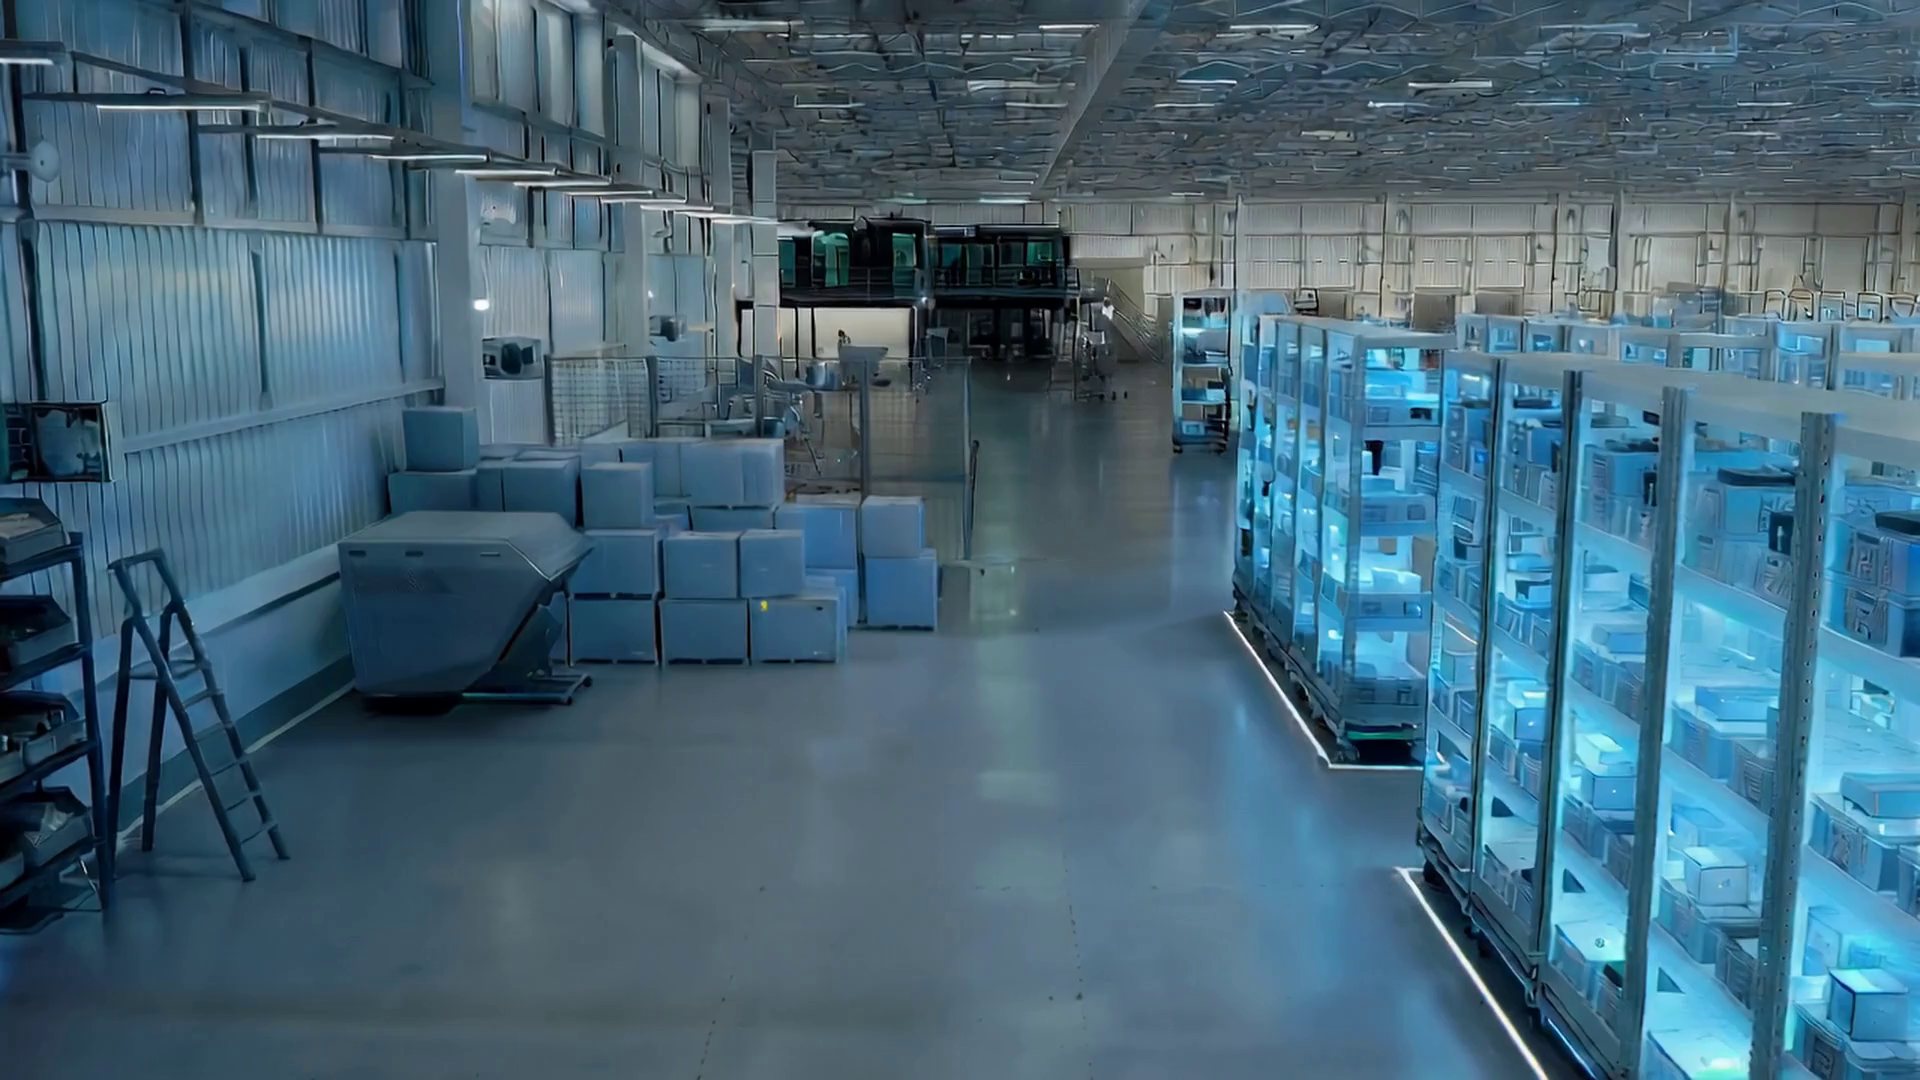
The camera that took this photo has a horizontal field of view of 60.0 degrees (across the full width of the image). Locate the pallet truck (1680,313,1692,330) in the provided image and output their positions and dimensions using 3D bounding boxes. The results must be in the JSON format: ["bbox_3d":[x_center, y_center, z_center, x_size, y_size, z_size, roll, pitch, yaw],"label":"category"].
[{"bbox_3d":[36.315,-10.531,84.244,0.823,1.965,1.885,-6,11,-33],"label":"pallet truck"}]

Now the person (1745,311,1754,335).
[{"bbox_3d":[41.123,-10.965,86.787,0.702,2.000,0.739,0,9,2],"label":"person"}]

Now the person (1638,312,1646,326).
[{"bbox_3d":[37.563,-11.677,91.832,0.664,1.830,0.624,7,12,37],"label":"person"}]

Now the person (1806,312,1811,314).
[{"bbox_3d":[44.858,-11.133,88.171,0.367,1.932,0.632,2,9,12],"label":"person"}]

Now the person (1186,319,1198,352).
[{"bbox_3d":[11.186,-9.777,80.061,0.586,1.850,0.937,0,9,-1],"label":"person"}]

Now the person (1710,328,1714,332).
[{"bbox_3d":[32.777,-8.553,72.286,0.575,1.910,0.783,4,10,23],"label":"person"}]

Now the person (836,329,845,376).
[{"bbox_3d":[-4.614,-7.258,64.557,0.434,1.832,0.550,1,9,6],"label":"person"}]

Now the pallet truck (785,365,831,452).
[{"bbox_3d":[-3.774,-2.976,37.635,1.885,1.965,0.823,1,9,5],"label":"pallet truck"}]

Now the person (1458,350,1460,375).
[{"bbox_3d":[13.452,-4.170,45.067,1.079,1.975,0.615,1,9,5],"label":"person"}]

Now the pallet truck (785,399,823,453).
[{"bbox_3d":[-3.814,-2.432,36.419,1.630,1.274,0.653,0,9,1],"label":"pallet truck"}]

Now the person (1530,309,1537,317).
[{"bbox_3d":[33.130,-12.399,96.171,0.530,1.864,0.313,-3,10,-19],"label":"person"}]

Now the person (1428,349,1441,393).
[{"bbox_3d":[14.598,-5.087,51.194,0.413,1.819,0.618,4,10,21],"label":"person"}]

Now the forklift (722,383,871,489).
[{"bbox_3d":[-2.893,-1.687,28.729,2.680,1.987,1.157,0,9,-1],"label":"forklift"}]

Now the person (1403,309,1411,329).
[{"bbox_3d":[25.338,-12.138,94.414,0.589,1.918,0.393,-6,11,-33],"label":"person"}]

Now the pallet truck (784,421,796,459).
[{"bbox_3d":[-4.013,-1.793,32.705,1.601,1.201,0.680,0,9,1],"label":"pallet truck"}]

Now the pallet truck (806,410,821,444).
[{"bbox_3d":[-3.559,-2.018,33.905,1.522,1.261,0.704,0,9,-1],"label":"pallet truck"}]

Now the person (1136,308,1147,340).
[{"bbox_3d":[10.592,-12.648,97.577,0.935,1.917,0.626,-1,9,-3],"label":"person"}]

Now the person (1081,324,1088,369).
[{"bbox_3d":[5.262,-8.155,69.833,0.375,1.915,0.597,2,9,9],"label":"person"}]

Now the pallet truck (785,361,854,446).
[{"bbox_3d":[-3.410,-3.193,38.978,1.885,1.965,0.823,0,9,-1],"label":"pallet truck"}]

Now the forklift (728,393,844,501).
[{"bbox_3d":[-2.979,-1.316,26.476,2.680,1.987,1.157,0,9,1],"label":"forklift"}]

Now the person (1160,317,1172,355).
[{"bbox_3d":[10.029,-9.904,80.873,0.576,1.846,0.951,2,9,11],"label":"person"}]
